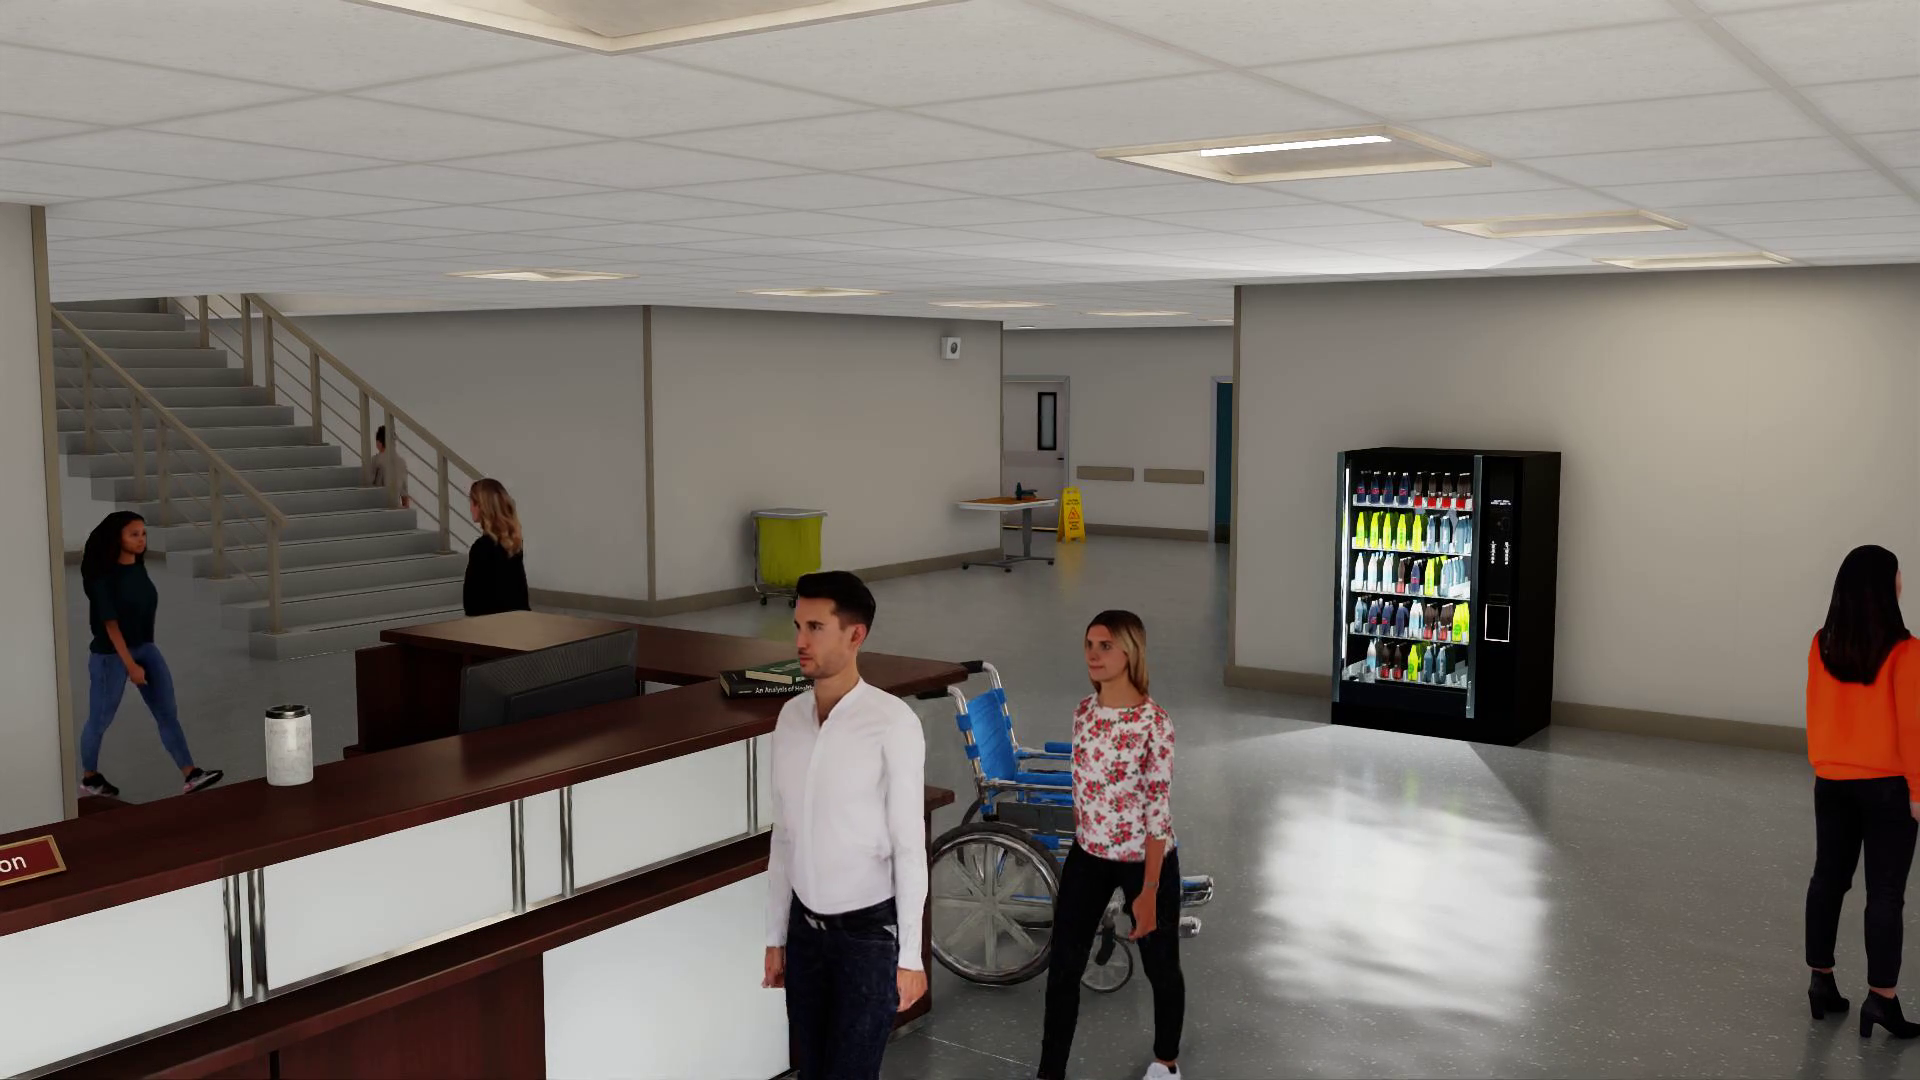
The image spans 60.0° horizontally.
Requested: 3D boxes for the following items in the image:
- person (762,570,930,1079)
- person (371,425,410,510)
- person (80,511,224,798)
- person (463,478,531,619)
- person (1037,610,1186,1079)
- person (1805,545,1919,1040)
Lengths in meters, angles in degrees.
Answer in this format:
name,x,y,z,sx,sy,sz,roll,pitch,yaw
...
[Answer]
name,x,y,z,sx,sy,sz,roll,pitch,yaw
person,-0.224,0.994,4.302,0.661,1.855,0.705,5,7,38
person,-5.859,-0.261,17.140,1.143,1.783,0.738,3,6,27
person,-4.613,0.661,9.022,1.165,1.574,0.811,2,6,15
person,-2.323,0.596,8.758,1.258,1.756,0.768,2,6,21
person,0.574,1.026,5.260,0.907,1.600,0.705,5,7,39
person,3.237,0.882,5.952,0.769,1.749,0.669,-2,6,-22
